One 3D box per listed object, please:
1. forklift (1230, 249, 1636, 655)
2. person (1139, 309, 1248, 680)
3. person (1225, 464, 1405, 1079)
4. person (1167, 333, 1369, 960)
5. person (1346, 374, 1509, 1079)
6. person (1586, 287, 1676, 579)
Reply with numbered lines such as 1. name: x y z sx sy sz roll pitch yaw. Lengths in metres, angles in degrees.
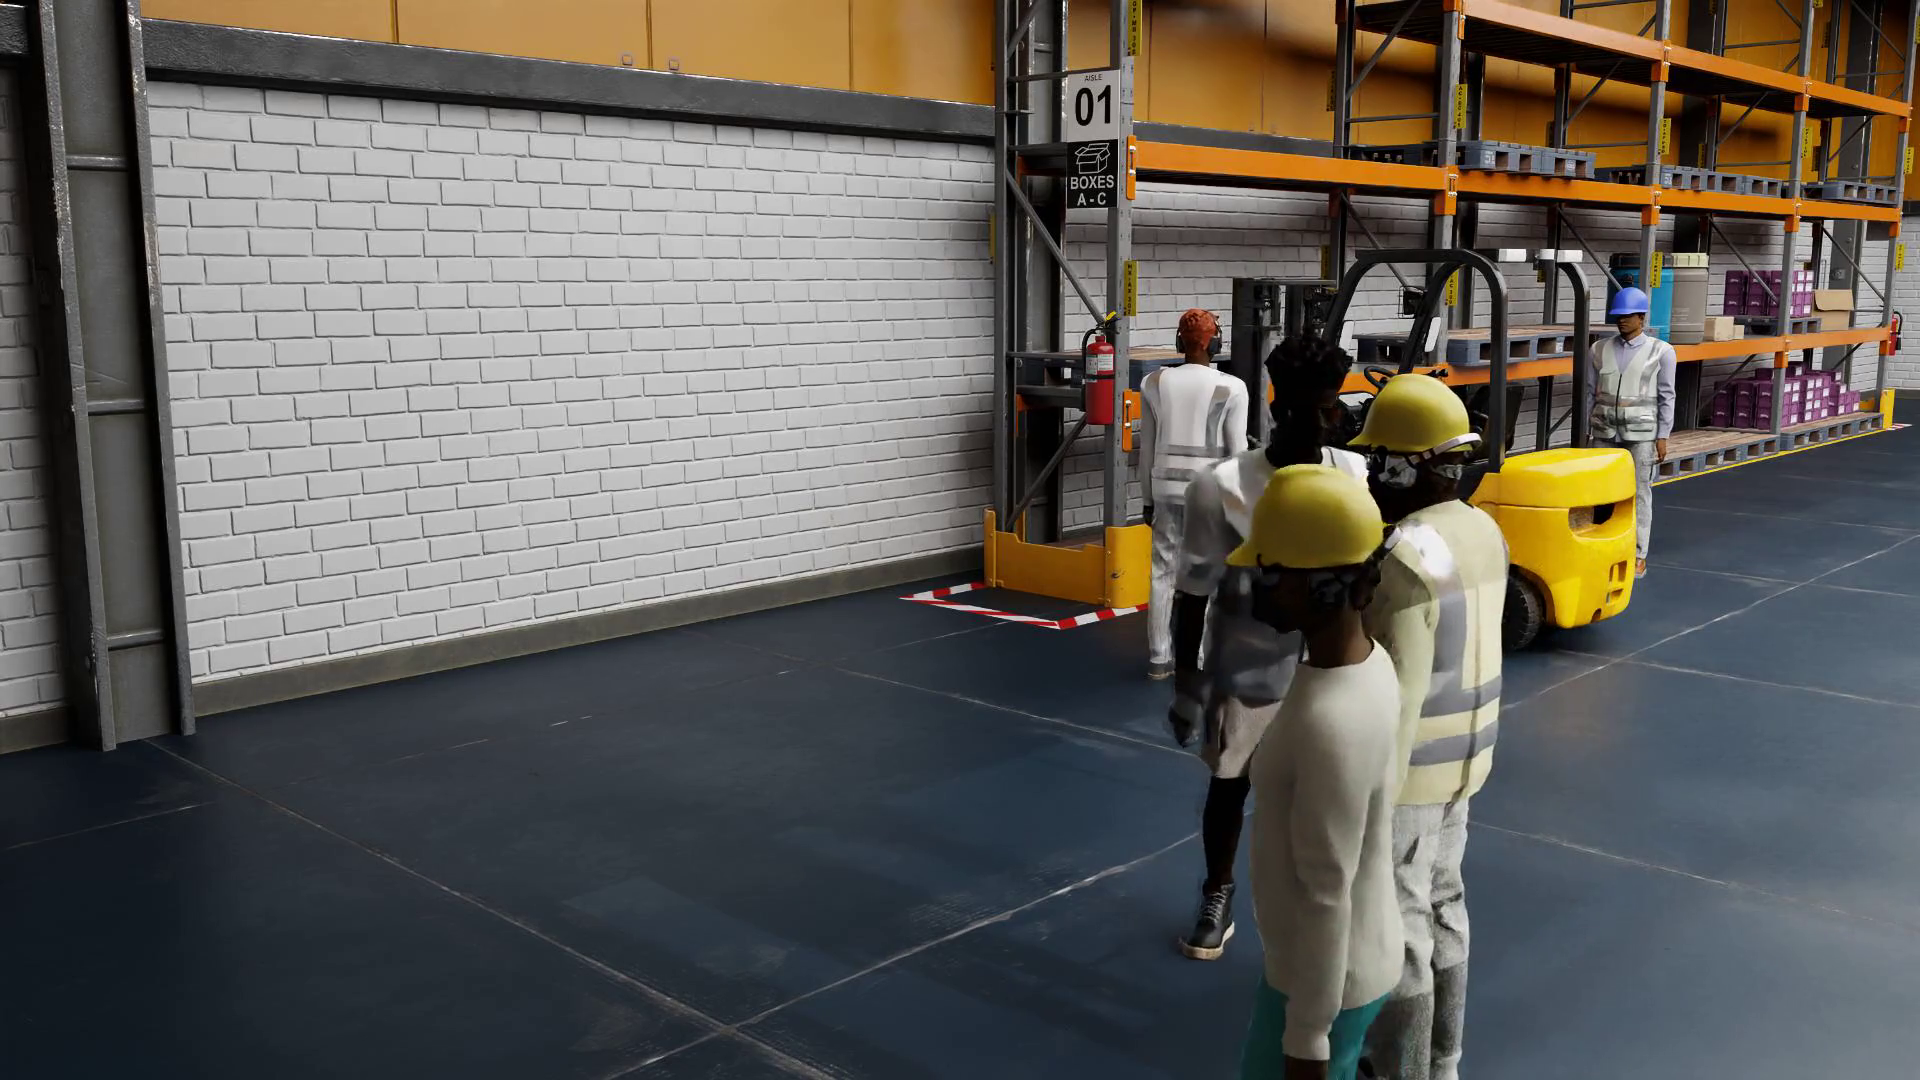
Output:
1. forklift: 2.710 -0.584 9.626 2.313 2.155 1.214 9 13 43
2. person: 1.157 -0.207 8.303 0.568 1.878 0.350 5 10 27
3. person: 0.675 0.734 2.879 0.657 1.747 0.538 3 10 19
4. person: 0.899 0.368 4.728 0.636 1.904 0.850 -1 9 -8
5. person: 1.041 0.529 3.903 0.404 1.830 0.603 7 11 35
6. person: 4.471 -0.719 11.200 0.615 1.946 0.391 8 12 41
